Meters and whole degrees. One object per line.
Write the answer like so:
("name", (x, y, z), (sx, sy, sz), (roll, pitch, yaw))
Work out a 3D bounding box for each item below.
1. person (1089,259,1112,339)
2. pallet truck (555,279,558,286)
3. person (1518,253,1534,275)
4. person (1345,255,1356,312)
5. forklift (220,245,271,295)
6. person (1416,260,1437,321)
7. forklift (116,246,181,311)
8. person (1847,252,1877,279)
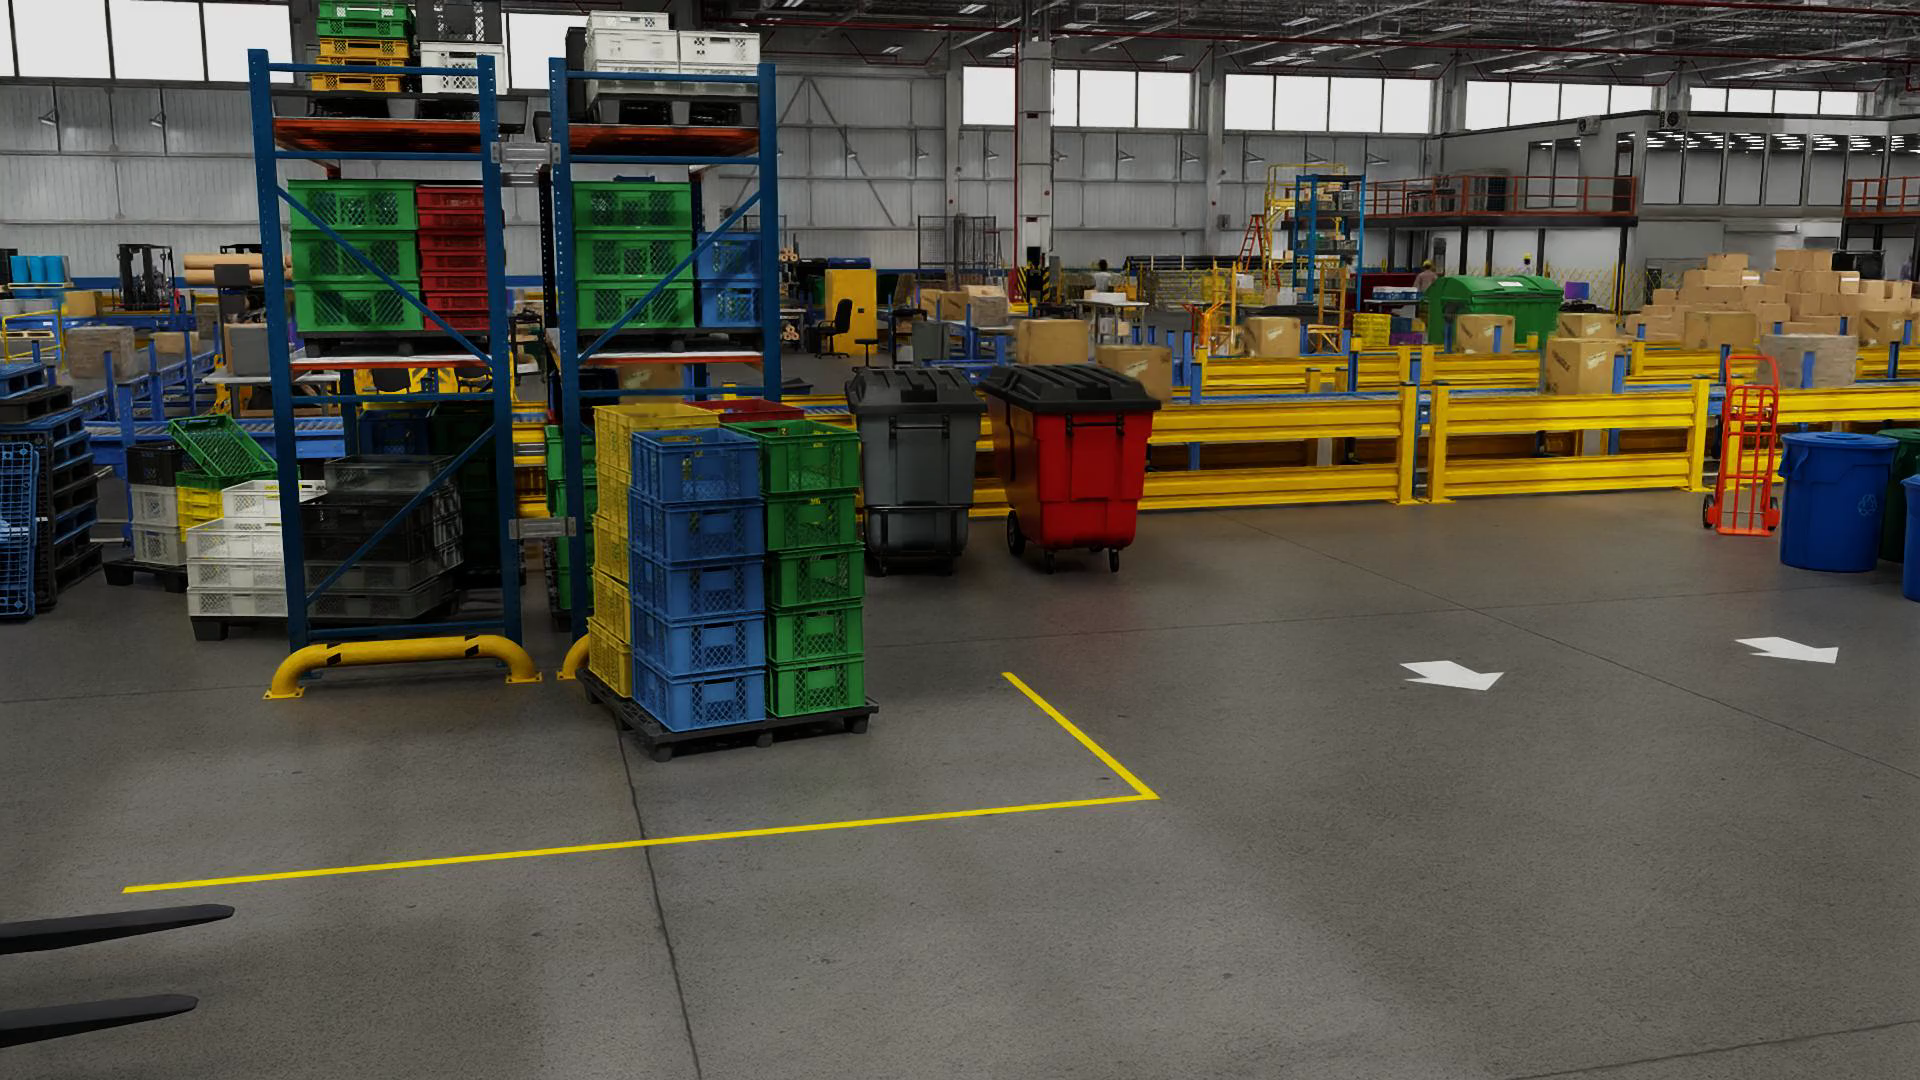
("person", (3.211, -5.504, 38.088), (0.524, 1.845, 0.805), (6, 11, 29))
("pallet truck", (-10.604, -6.375, 44.520), (0.653, 1.274, 1.630), (-3, 10, -15))
("person", (18.499, -8.415, 54.353), (0.605, 1.908, 0.425), (-4, 11, -22))
("person", (12.702, -8.340, 54.110), (0.750, 1.860, 0.372), (-8, 13, -38))
("forklift", (-17.749, -6.334, 41.440), (1.157, 1.987, 2.680), (-3, 10, -17))
("person", (12.609, -6.679, 44.960), (0.557, 1.755, 0.460), (4, 11, 21))
("forklift", (-19.966, -6.232, 40.894), (1.157, 1.987, 2.680), (-3, 10, -15))
("person", (22.469, -6.236, 41.643), (0.705, 2.000, 0.682), (1, 10, 5))
